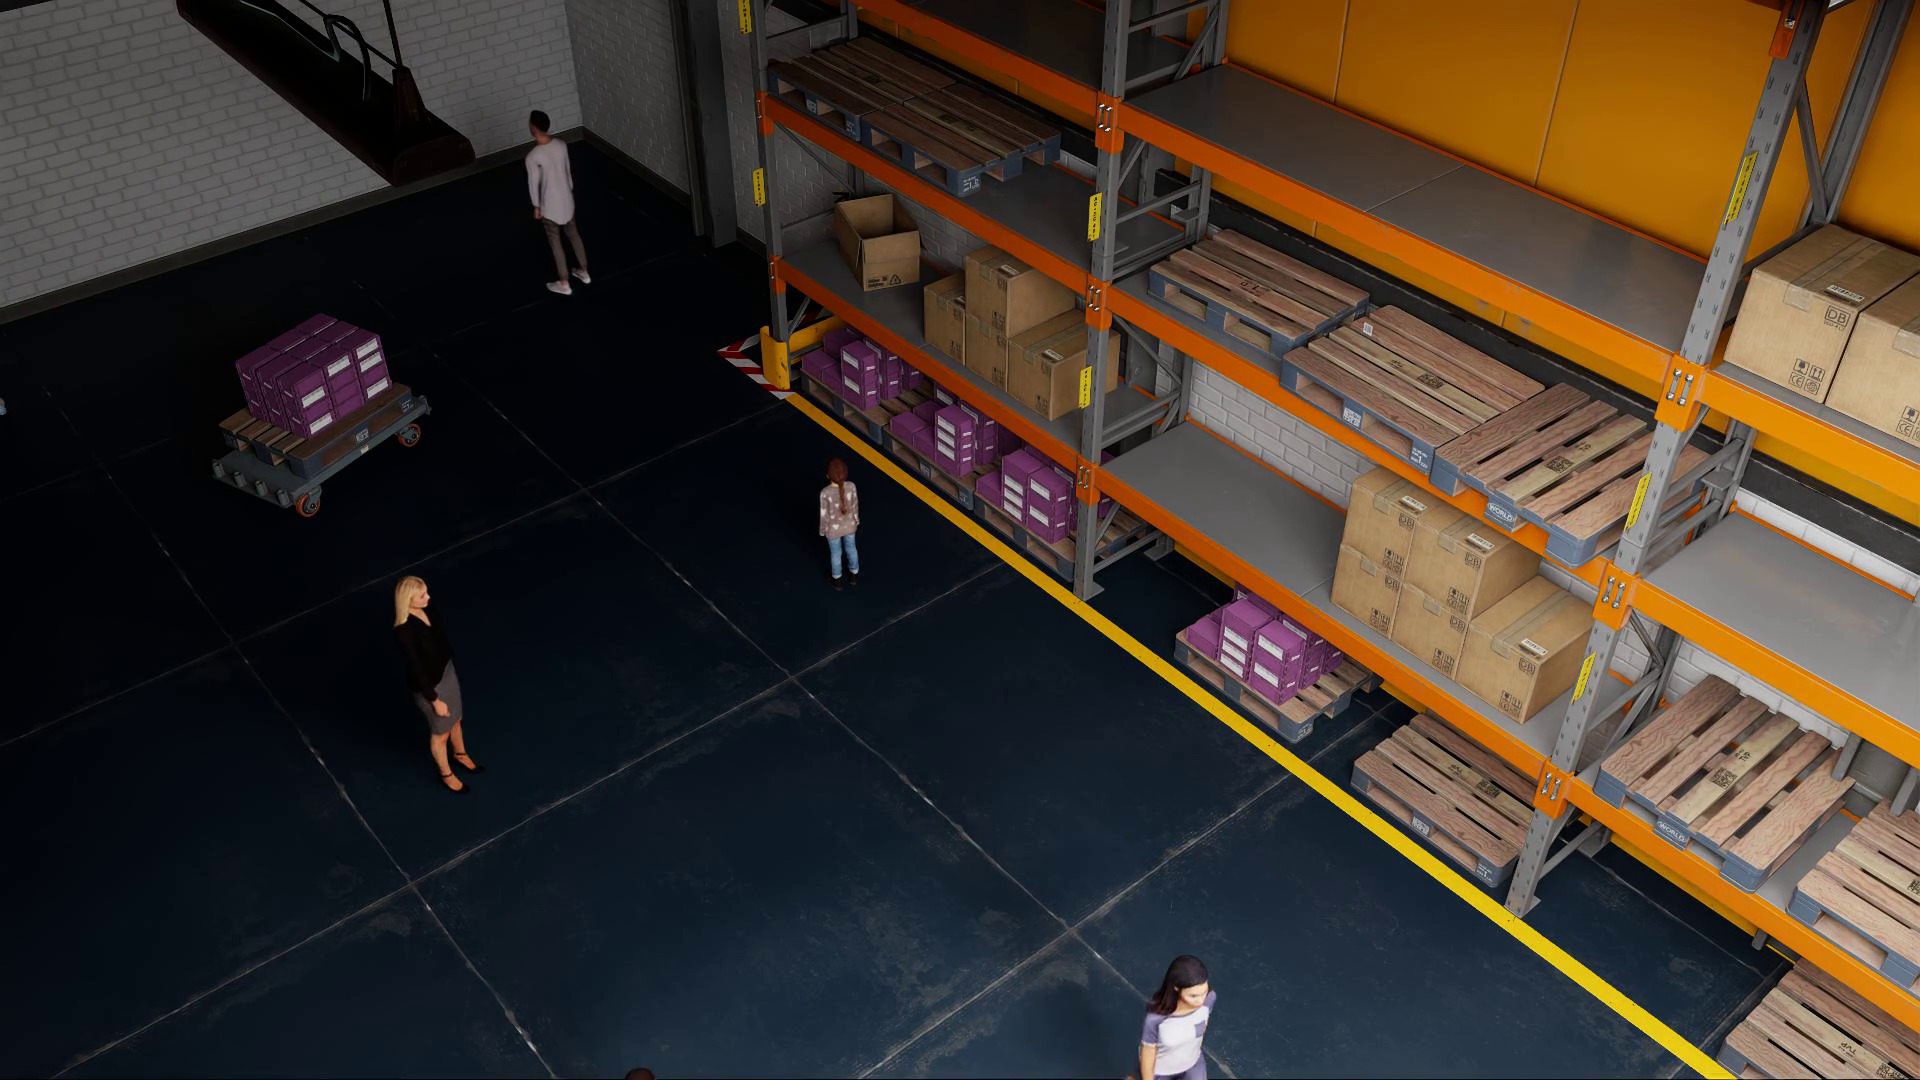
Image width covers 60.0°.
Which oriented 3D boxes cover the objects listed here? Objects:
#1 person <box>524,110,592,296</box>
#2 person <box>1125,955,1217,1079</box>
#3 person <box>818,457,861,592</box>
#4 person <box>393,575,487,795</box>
[{"bbox_3d":[-3.912,-3.283,16.116,0.655,1.833,0.723,23,44,26],"label":"person"},{"bbox_3d":[1.046,2.699,8.747,0.831,1.681,1.181,-14,41,-17],"label":"person"},{"bbox_3d":[-0.916,-0.125,12.674,0.520,1.194,0.527,-17,41,-20],"label":"person"},{"bbox_3d":[-3.441,0.952,10.808,0.750,1.839,0.698,4,39,5],"label":"person"}]
